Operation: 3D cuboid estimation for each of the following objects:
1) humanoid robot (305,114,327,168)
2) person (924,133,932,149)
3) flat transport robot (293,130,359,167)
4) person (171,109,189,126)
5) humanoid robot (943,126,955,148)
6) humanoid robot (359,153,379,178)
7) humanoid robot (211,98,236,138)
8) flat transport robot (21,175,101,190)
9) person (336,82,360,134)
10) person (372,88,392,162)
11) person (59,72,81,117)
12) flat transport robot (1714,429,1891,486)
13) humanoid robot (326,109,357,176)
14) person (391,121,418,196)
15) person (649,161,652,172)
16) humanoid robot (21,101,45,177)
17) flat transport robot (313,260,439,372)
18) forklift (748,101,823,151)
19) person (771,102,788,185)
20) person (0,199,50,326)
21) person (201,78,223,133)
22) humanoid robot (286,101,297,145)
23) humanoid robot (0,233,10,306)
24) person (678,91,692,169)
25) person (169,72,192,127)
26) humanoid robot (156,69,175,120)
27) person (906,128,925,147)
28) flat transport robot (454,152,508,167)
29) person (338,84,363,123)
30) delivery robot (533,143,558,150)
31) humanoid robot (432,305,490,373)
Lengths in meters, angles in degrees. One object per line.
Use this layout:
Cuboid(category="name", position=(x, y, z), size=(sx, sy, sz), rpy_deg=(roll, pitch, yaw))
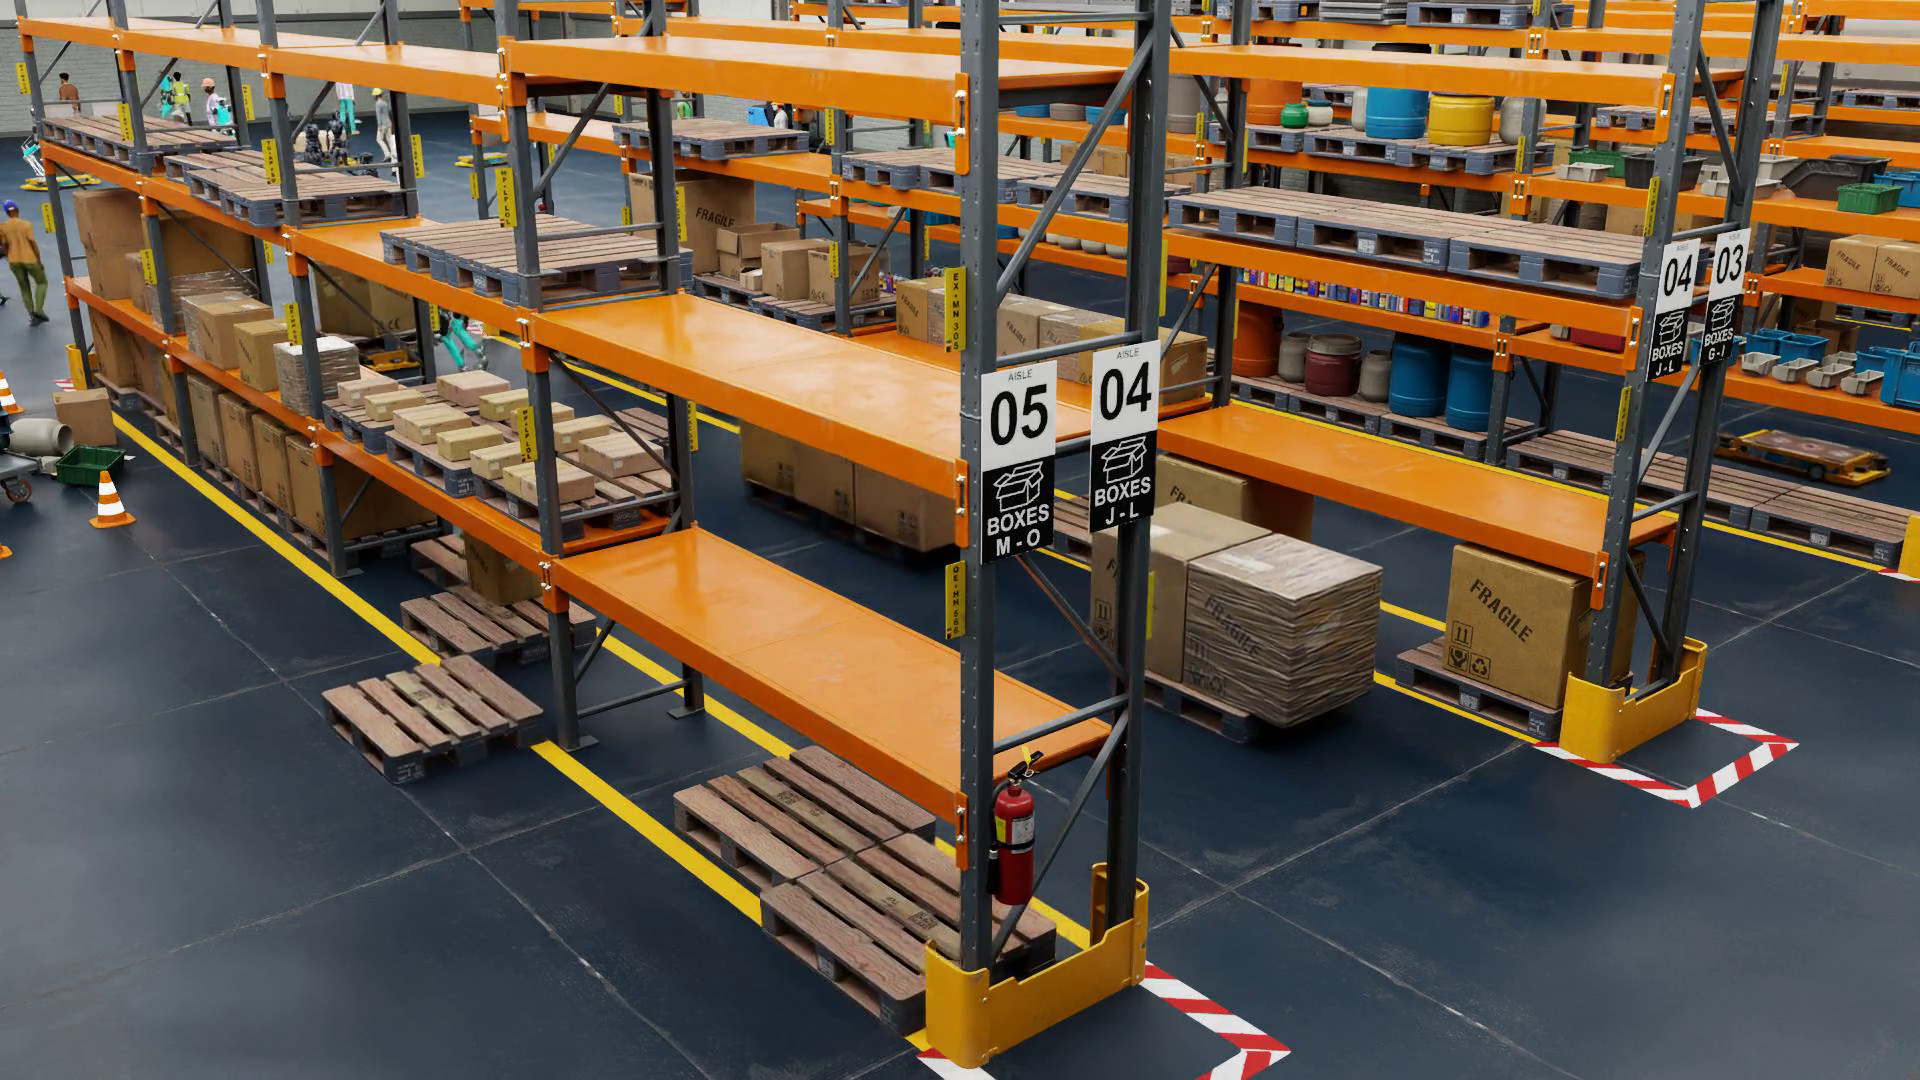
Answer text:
Cuboid(category="humanoid robot", position=(-13.743, -8.253, 35.335), size=(0.645, 1.638, 0.612), rpy_deg=(1, 19, 4))
Cuboid(category="person", position=(-0.755, -7.499, 33.062), size=(0.471, 1.737, 0.336), rpy_deg=(-15, 25, -37))
Cuboid(category="flat transport robot", position=(-15.047, -8.954, 39.418), size=(1.431, 0.231, 0.659), rpy_deg=(-3, 20, -9))
Cuboid(category="person", position=(-15.622, -7.694, 33.431), size=(0.525, 1.871, 0.780), rpy_deg=(2, 19, 6))
Cuboid(category="humanoid robot", position=(0.097, -7.288, 32.446), size=(0.570, 1.732, 0.851), rpy_deg=(14, 24, 34))
Cuboid(category="humanoid robot", position=(-9.855, -5.694, 28.018), size=(0.392, 1.637, 0.604), rpy_deg=(-8, 21, -21))
Cuboid(category="humanoid robot", position=(-16.325, -9.007, 37.358), size=(0.674, 1.799, 0.535), rpy_deg=(7, 21, 19))
Cuboid(category="flat transport robot", position=(-19.444, -7.741, 35.967), size=(0.659, 0.231, 1.431), rpy_deg=(10, 22, 26))
Cuboid(category="person", position=(-17.203, -12.347, 46.594), size=(0.491, 1.917, 0.378), rpy_deg=(3, 20, 8))
Cuboid(category="person", position=(-14.018, -10.082, 40.411), size=(0.435, 1.738, 0.540), rpy_deg=(2, 19, 6))
Cuboid(category="person", position=(-23.613, -11.463, 44.166), size=(0.403, 1.856, 0.789), rpy_deg=(4, 20, 12))
Cuboid(category="flat transport robot", position=(8.236, -0.825, 16.284), size=(0.659, 0.231, 1.431), rpy_deg=(-14, 24, -34))
Cuboid(category="humanoid robot", position=(-13.480, -8.543, 36.149), size=(0.585, 1.630, 0.621), rpy_deg=(4, 20, 12))
Cuboid(category="person", position=(-10.498, -6.999, 31.417), size=(0.572, 1.886, 0.354), rpy_deg=(8, 21, 22))
Cuboid(category="person", position=(-5.062, -6.006, 28.495), size=(0.382, 1.957, 0.601), rpy_deg=(8, 21, 21))
Cuboid(category="humanoid robot", position=(-20.581, -8.931, 36.936), size=(0.735, 1.677, 0.533), rpy_deg=(1, 19, 3))
Cuboid(category="flat transport robot", position=(-7.186, -2.306, 20.500), size=(0.659, 0.231, 1.431), rpy_deg=(-15, 24, -37))
Cuboid(category="forklift", position=(-4.526, -11.368, 42.374), size=(1.129, 2.768, 1.873), rpy_deg=(-15, 24, -37))
Cuboid(category="person", position=(-3.906, -8.691, 36.237), size=(0.380, 1.890, 0.562), rpy_deg=(-4, 20, -12))
Cuboid(category="person", position=(-12.591, -3.739, 22.410), size=(0.474, 1.691, 0.412), rpy_deg=(-3, 20, -8))
Cuboid(category="person", position=(-17.666, -9.885, 39.396), size=(0.370, 2.042, 0.613), rpy_deg=(-13, 23, -33))
Cuboid(category="humanoid robot", position=(-15.440, -9.182, 37.988), size=(0.427, 1.653, 0.603), rpy_deg=(2, 20, 7))
Cuboid(category="humanoid robot", position=(-13.908, -4.176, 23.801), size=(0.763, 1.649, 0.601), rpy_deg=(11, 22, 29))
Cuboid(category="person", position=(-6.291, -9.426, 38.188), size=(0.392, 1.978, 0.488), rpy_deg=(2, 19, 7))
Cuboid(category="person", position=(-21.904, -12.301, 46.794), size=(0.532, 1.692, 0.319), rpy_deg=(-12, 23, -30))
Cuboid(category="humanoid robot", position=(-22.349, -12.240, 46.622), size=(0.548, 1.844, 0.662), rpy_deg=(13, 23, 33))
Cuboid(category="person", position=(-0.982, -7.209, 32.243), size=(0.783, 1.731, 0.534), rpy_deg=(9, 21, 25))
Cuboid(category="flat transport robot", position=(-11.354, -9.096, 39.822), size=(0.659, 0.231, 1.431), rpy_deg=(11, 22, 28))
Cuboid(category="person", position=(-18.243, -13.334, 49.488), size=(0.637, 1.860, 0.504), rpy_deg=(-17, 26, -40))
Cuboid(category="delivery robot", position=(-10.706, -10.372, 43.040), size=(0.499, 0.606, 0.807), rpy_deg=(-12, 23, -31))
Cuboid(category="humanoid robot", position=(-5.540, -2.341, 18.464), size=(0.674, 1.843, 0.546), rpy_deg=(9, 21, 23))
